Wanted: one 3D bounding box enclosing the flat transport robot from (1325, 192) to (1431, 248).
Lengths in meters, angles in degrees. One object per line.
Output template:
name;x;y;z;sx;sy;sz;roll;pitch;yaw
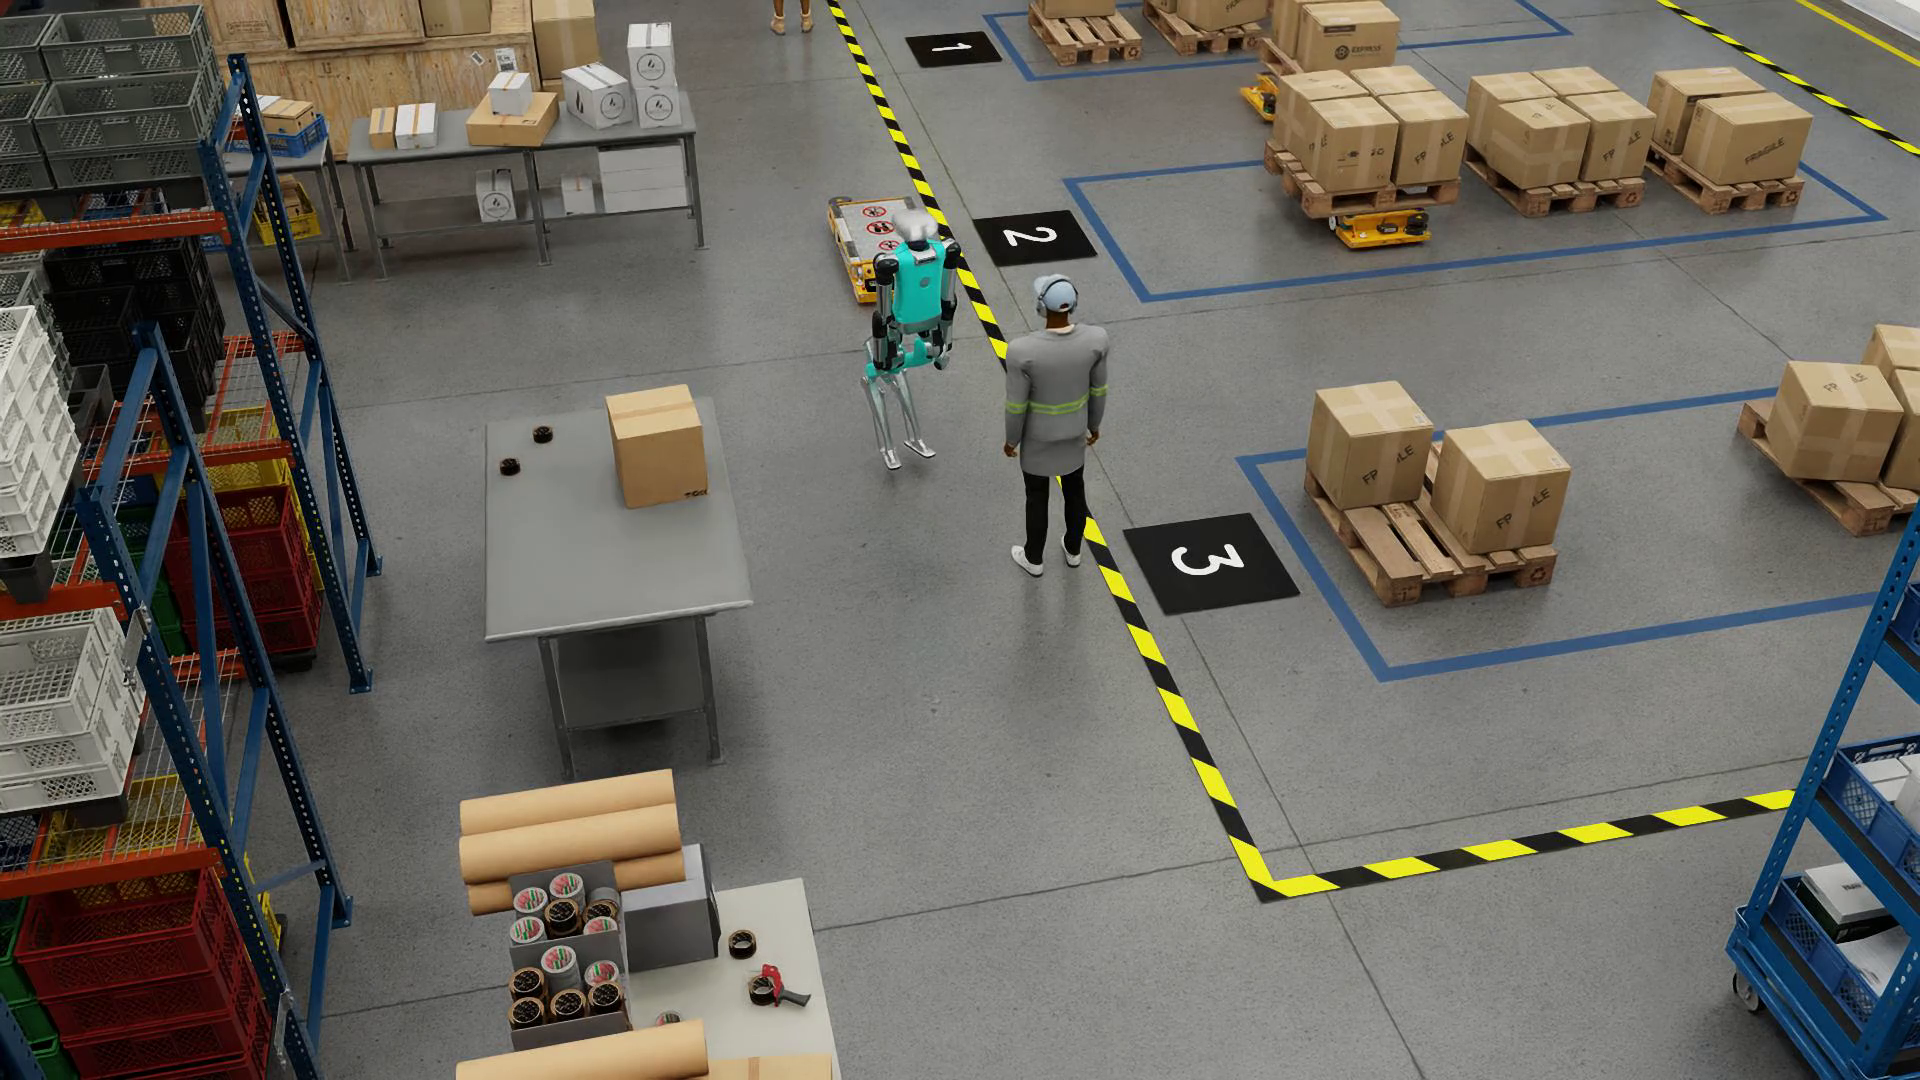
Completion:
flat transport robot;3.134;-2.740;13.213;0.652;0.197;1.431;-8;37;-10

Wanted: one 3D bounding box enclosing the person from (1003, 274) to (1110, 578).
person;0.507;-0.618;9.058;0.589;1.852;0.374;-12;38;-15

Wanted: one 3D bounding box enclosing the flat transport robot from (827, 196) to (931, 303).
flat transport robot;-0.570;-2.220;12.538;0.659;0.231;1.431;-8;37;-10

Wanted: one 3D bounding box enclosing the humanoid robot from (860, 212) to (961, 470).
humanoid robot;-0.363;-1.245;9.882;0.533;1.681;0.735;-18;40;-23

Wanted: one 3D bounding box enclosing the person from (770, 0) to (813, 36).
person;-1.693;-5.895;15.994;0.603;2.041;0.378;-8;37;-10

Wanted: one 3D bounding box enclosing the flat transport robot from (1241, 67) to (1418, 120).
flat transport robot;3.323;-4.039;14.960;1.431;0.197;0.652;-8;37;-10
